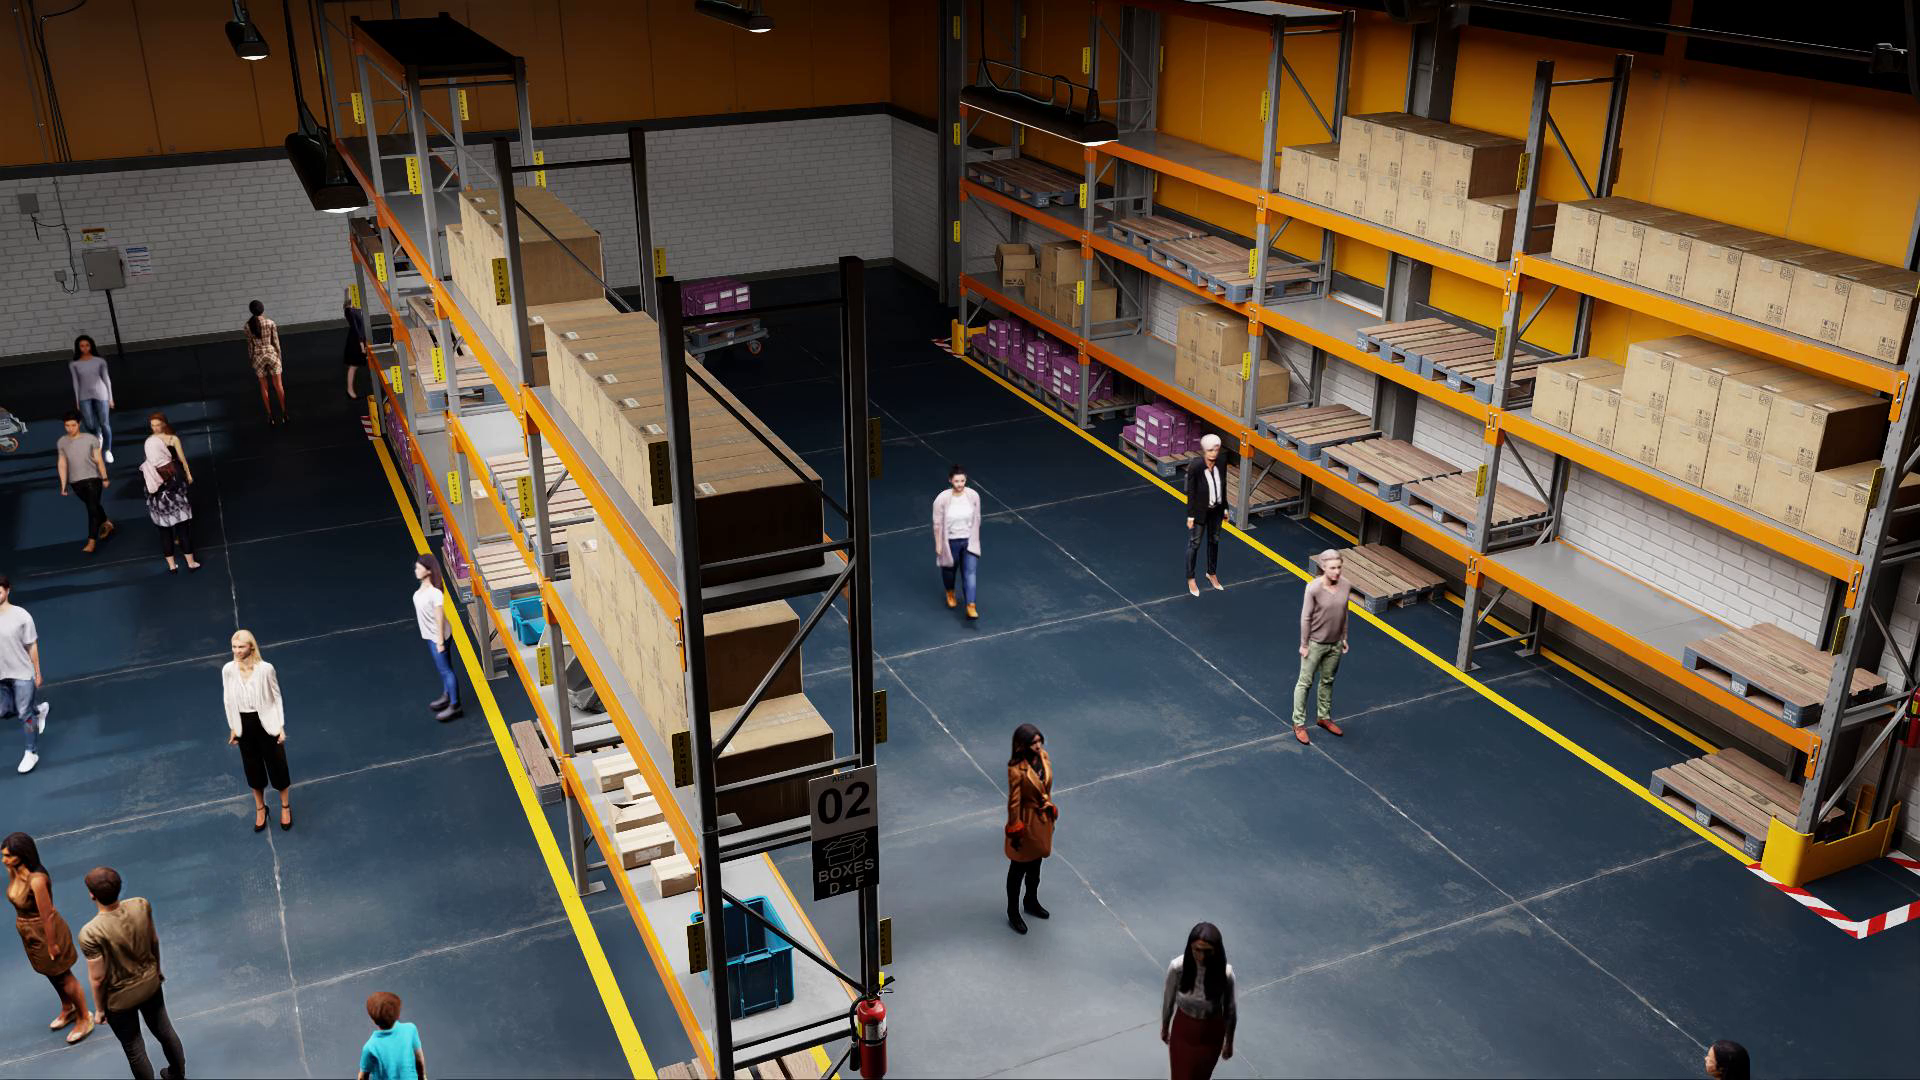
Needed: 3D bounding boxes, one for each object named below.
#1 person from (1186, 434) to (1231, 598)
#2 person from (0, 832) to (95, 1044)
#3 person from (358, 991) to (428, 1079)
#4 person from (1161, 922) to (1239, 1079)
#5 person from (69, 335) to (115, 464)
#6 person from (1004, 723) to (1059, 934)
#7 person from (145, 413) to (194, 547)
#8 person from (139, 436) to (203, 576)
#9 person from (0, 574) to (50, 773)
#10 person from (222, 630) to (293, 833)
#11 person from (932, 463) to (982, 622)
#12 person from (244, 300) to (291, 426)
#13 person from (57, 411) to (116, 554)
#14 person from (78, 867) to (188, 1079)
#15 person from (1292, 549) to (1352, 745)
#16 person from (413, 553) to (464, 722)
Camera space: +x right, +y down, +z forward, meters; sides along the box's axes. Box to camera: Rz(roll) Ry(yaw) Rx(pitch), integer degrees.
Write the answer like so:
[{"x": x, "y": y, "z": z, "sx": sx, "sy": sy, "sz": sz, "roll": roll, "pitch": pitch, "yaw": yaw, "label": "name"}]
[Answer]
[{"x": 2.591, "y": -0.299, "z": 17.224, "sx": 0.743, "sy": 1.779, "sz": 0.602, "roll": -8, "pitch": 25, "yaw": -18, "label": "person"}, {"x": -6.347, "y": 2.741, "z": 11.529, "sx": 0.595, "sy": 1.683, "sz": 0.699, "roll": 16, "pitch": 28, "yaw": 32, "label": "person"}, {"x": -3.428, "y": 3.443, "z": 10.254, "sx": 0.948, "sy": 1.418, "sz": 0.776, "roll": 16, "pitch": 29, "yaw": 33, "label": "person"}, {"x": 1.511, "y": 3.131, "z": 10.587, "sx": 0.819, "sy": 1.723, "sz": 0.899, "roll": 3, "pitch": 24, "yaw": 7, "label": "person"}, {"x": -11.498, "y": -1.896, "z": 22.087, "sx": 0.611, "sy": 1.723, "sz": 0.699, "roll": -10, "pitch": 25, "yaw": -21, "label": "person"}, {"x": 0.525, "y": 2.202, "z": 12.763, "sx": 0.719, "sy": 1.682, "sz": 0.754, "roll": 21, "pitch": 31, "yaw": 39, "label": "person"}, {"x": -9.305, "y": -0.764, "z": 19.664, "sx": 0.825, "sy": 1.589, "sz": 1.173, "roll": -5, "pitch": 24, "yaw": -12, "label": "person"}, {"x": -8.931, "y": -0.393, "z": 18.760, "sx": 0.696, "sy": 1.635, "sz": 0.695, "roll": -4, "pitch": 24, "yaw": -9, "label": "person"}, {"x": -8.470, "y": 1.139, "z": 14.969, "sx": 0.910, "sy": 1.864, "sz": 1.072, "roll": 0, "pitch": 24, "yaw": 1, "label": "person"}, {"x": -5.875, "y": 1.599, "z": 13.923, "sx": 0.668, "sy": 1.859, "sz": 0.632, "roll": -2, "pitch": 24, "yaw": -5, "label": "person"}, {"x": -0.048, "y": -0.024, "z": 17.827, "sx": 0.865, "sy": 1.705, "sz": 1.131, "roll": -4, "pitch": 24, "yaw": -10, "label": "person"}, {"x": -9.752, "y": -2.502, "z": 23.385, "sx": 0.600, "sy": 1.794, "sz": 0.574, "roll": -7, "pitch": 25, "yaw": -16, "label": "person"}, {"x": -10.202, "y": -0.722, "z": 19.479, "sx": 0.898, "sy": 1.662, "sz": 1.202, "roll": -1, "pitch": 24, "yaw": -1, "label": "person"}, {"x": -5.419, "y": 2.937, "z": 10.872, "sx": 0.782, "sy": 1.851, "sz": 0.749, "roll": 11, "pitch": 26, "yaw": 24, "label": "person"}, {"x": 3.355, "y": 0.944, "z": 15.400, "sx": 0.668, "sy": 1.875, "sz": 0.595, "roll": -9, "pitch": 25, "yaw": -21, "label": "person"}, {"x": -4.926, "y": 0.902, "z": 15.737, "sx": 0.664, "sy": 1.682, "sz": 0.473, "roll": -12, "pitch": 26, "yaw": -26, "label": "person"}]
